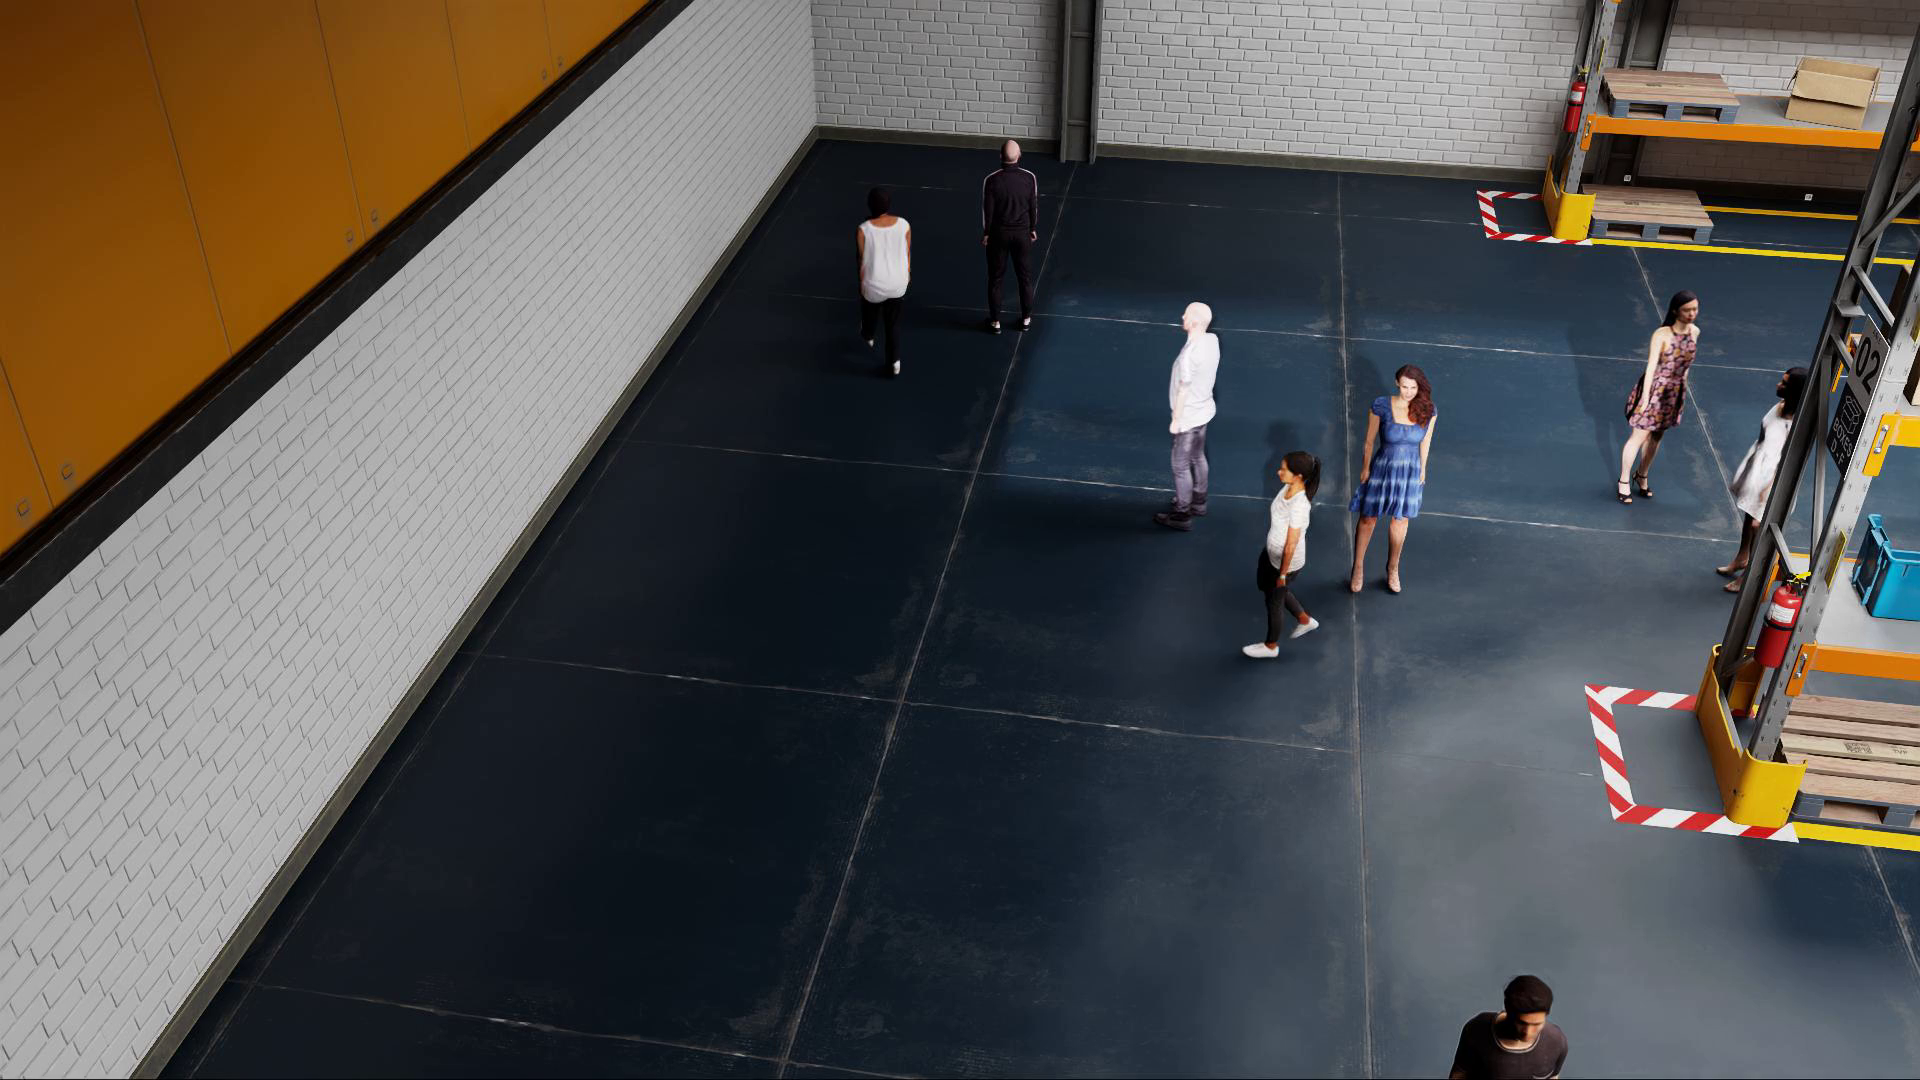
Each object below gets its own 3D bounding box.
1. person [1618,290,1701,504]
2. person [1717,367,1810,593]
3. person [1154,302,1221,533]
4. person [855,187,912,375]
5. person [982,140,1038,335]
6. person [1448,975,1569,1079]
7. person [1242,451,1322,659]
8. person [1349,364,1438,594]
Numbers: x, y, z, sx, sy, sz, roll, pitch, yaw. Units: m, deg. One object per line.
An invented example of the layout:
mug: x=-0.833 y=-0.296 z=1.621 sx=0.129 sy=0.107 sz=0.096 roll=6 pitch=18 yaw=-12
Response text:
person: x=5.388 y=-1.096 z=12.795 sx=0.774 sy=1.774 sz=0.855 roll=-12 pitch=35 yaw=-17
person: x=5.719 y=-0.429 z=11.791 sx=0.608 sy=1.774 sz=0.630 roll=5 pitch=34 yaw=8
person: x=1.748 y=-0.934 z=12.500 sx=0.697 sy=1.830 sz=0.722 roll=17 pitch=37 yaw=24
person: x=-0.669 y=-2.261 z=14.662 sx=1.121 sy=1.648 sz=1.015 roll=-8 pitch=35 yaw=-12
person: x=0.458 y=-2.774 z=15.262 sx=0.647 sy=1.837 sz=0.803 roll=-6 pitch=34 yaw=-9
person: x=2.389 y=2.537 z=7.383 sx=0.492 sy=1.714 sz=0.694 roll=3 pitch=34 yaw=5
person: x=2.240 y=0.110 z=11.107 sx=0.759 sy=1.633 sz=0.620 roll=2 pitch=34 yaw=4
person: x=3.055 y=-0.419 z=11.748 sx=0.552 sy=1.806 sz=0.758 roll=1 pitch=34 yaw=1
